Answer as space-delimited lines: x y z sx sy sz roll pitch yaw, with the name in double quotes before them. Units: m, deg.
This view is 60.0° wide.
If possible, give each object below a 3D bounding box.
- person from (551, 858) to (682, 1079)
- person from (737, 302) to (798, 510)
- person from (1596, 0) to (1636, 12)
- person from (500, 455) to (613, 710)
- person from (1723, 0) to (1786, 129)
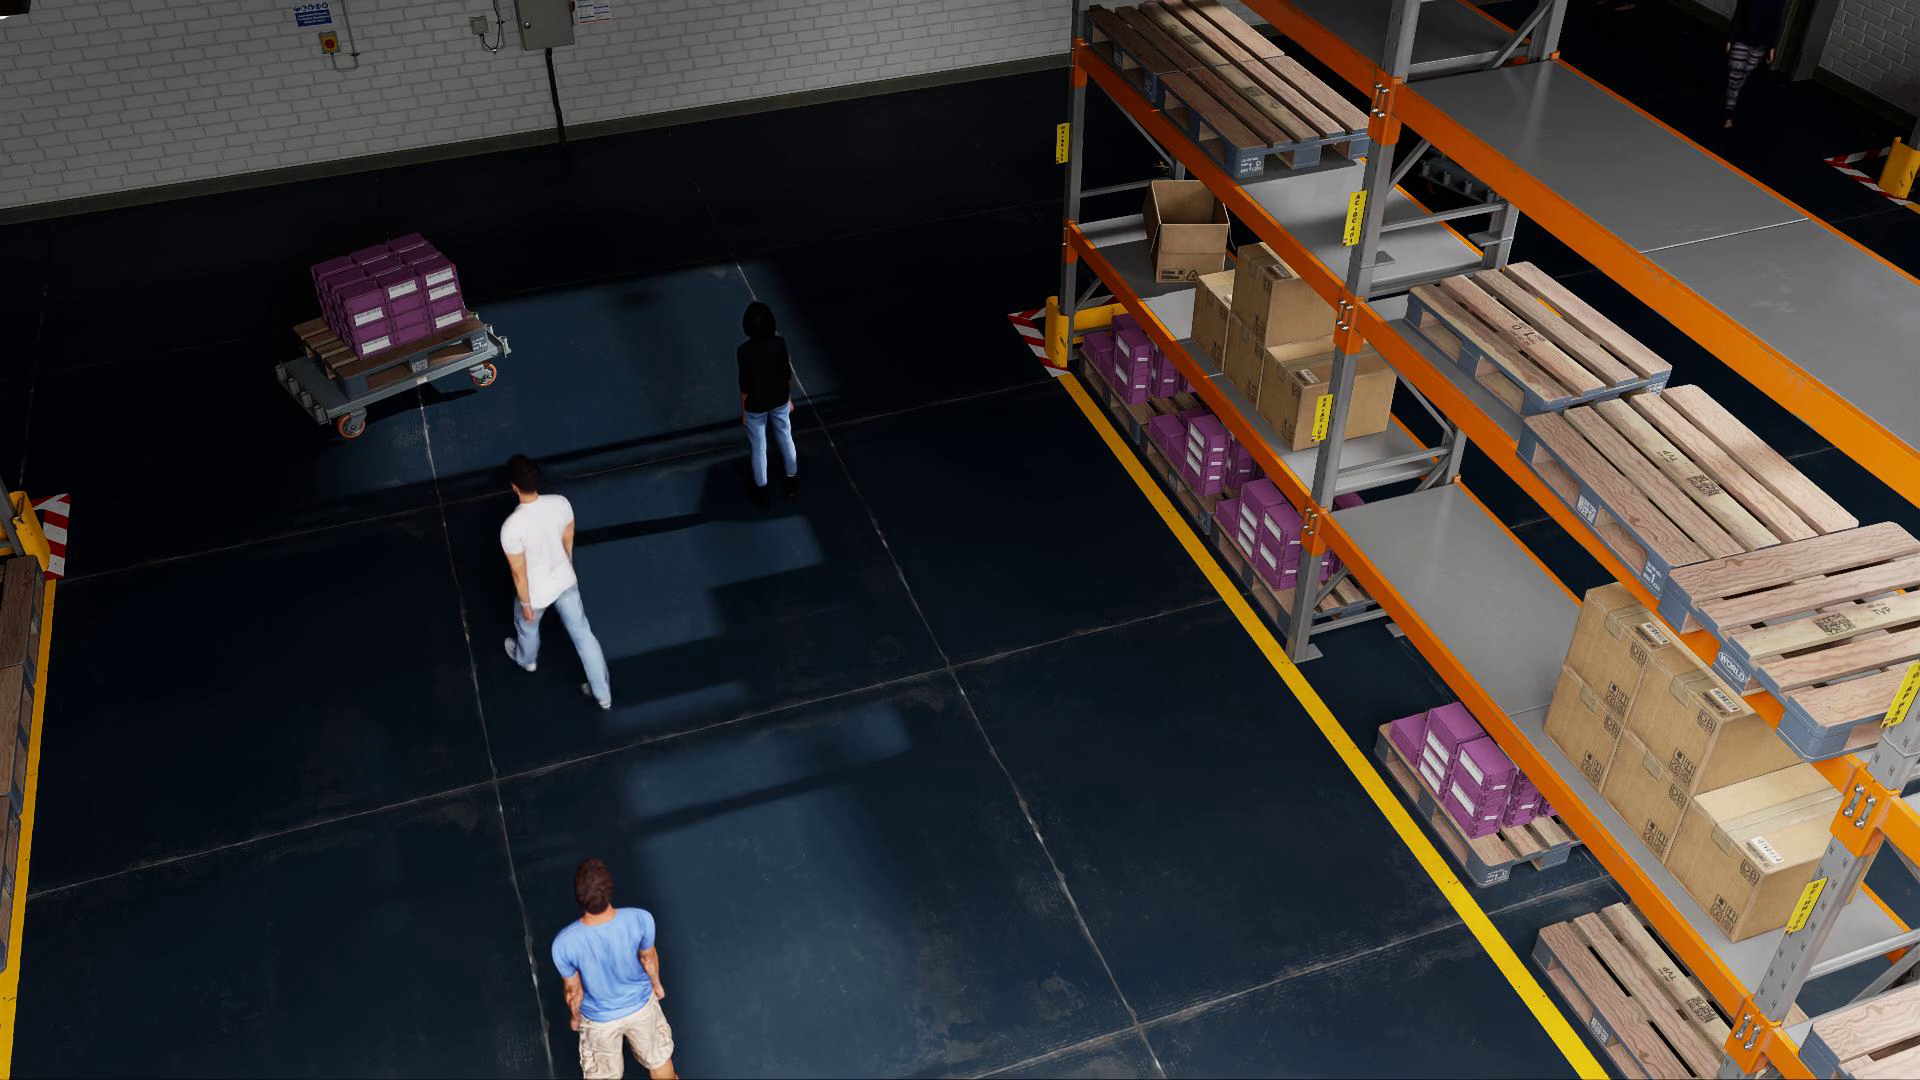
"person" -1.637 2.210 7.938 0.658 1.863 0.569 -16 41 -19
"person" -1.403 -0.981 12.062 0.581 1.702 0.559 -17 42 -20
"person" 7.986 -7.286 19.836 0.796 1.853 0.614 -24 44 -27
"person" -2.511 0.318 10.346 1.288 1.815 1.023 32 48 33
"person" 8.243 -5.195 17.351 1.010 1.687 1.157 10 40 12
